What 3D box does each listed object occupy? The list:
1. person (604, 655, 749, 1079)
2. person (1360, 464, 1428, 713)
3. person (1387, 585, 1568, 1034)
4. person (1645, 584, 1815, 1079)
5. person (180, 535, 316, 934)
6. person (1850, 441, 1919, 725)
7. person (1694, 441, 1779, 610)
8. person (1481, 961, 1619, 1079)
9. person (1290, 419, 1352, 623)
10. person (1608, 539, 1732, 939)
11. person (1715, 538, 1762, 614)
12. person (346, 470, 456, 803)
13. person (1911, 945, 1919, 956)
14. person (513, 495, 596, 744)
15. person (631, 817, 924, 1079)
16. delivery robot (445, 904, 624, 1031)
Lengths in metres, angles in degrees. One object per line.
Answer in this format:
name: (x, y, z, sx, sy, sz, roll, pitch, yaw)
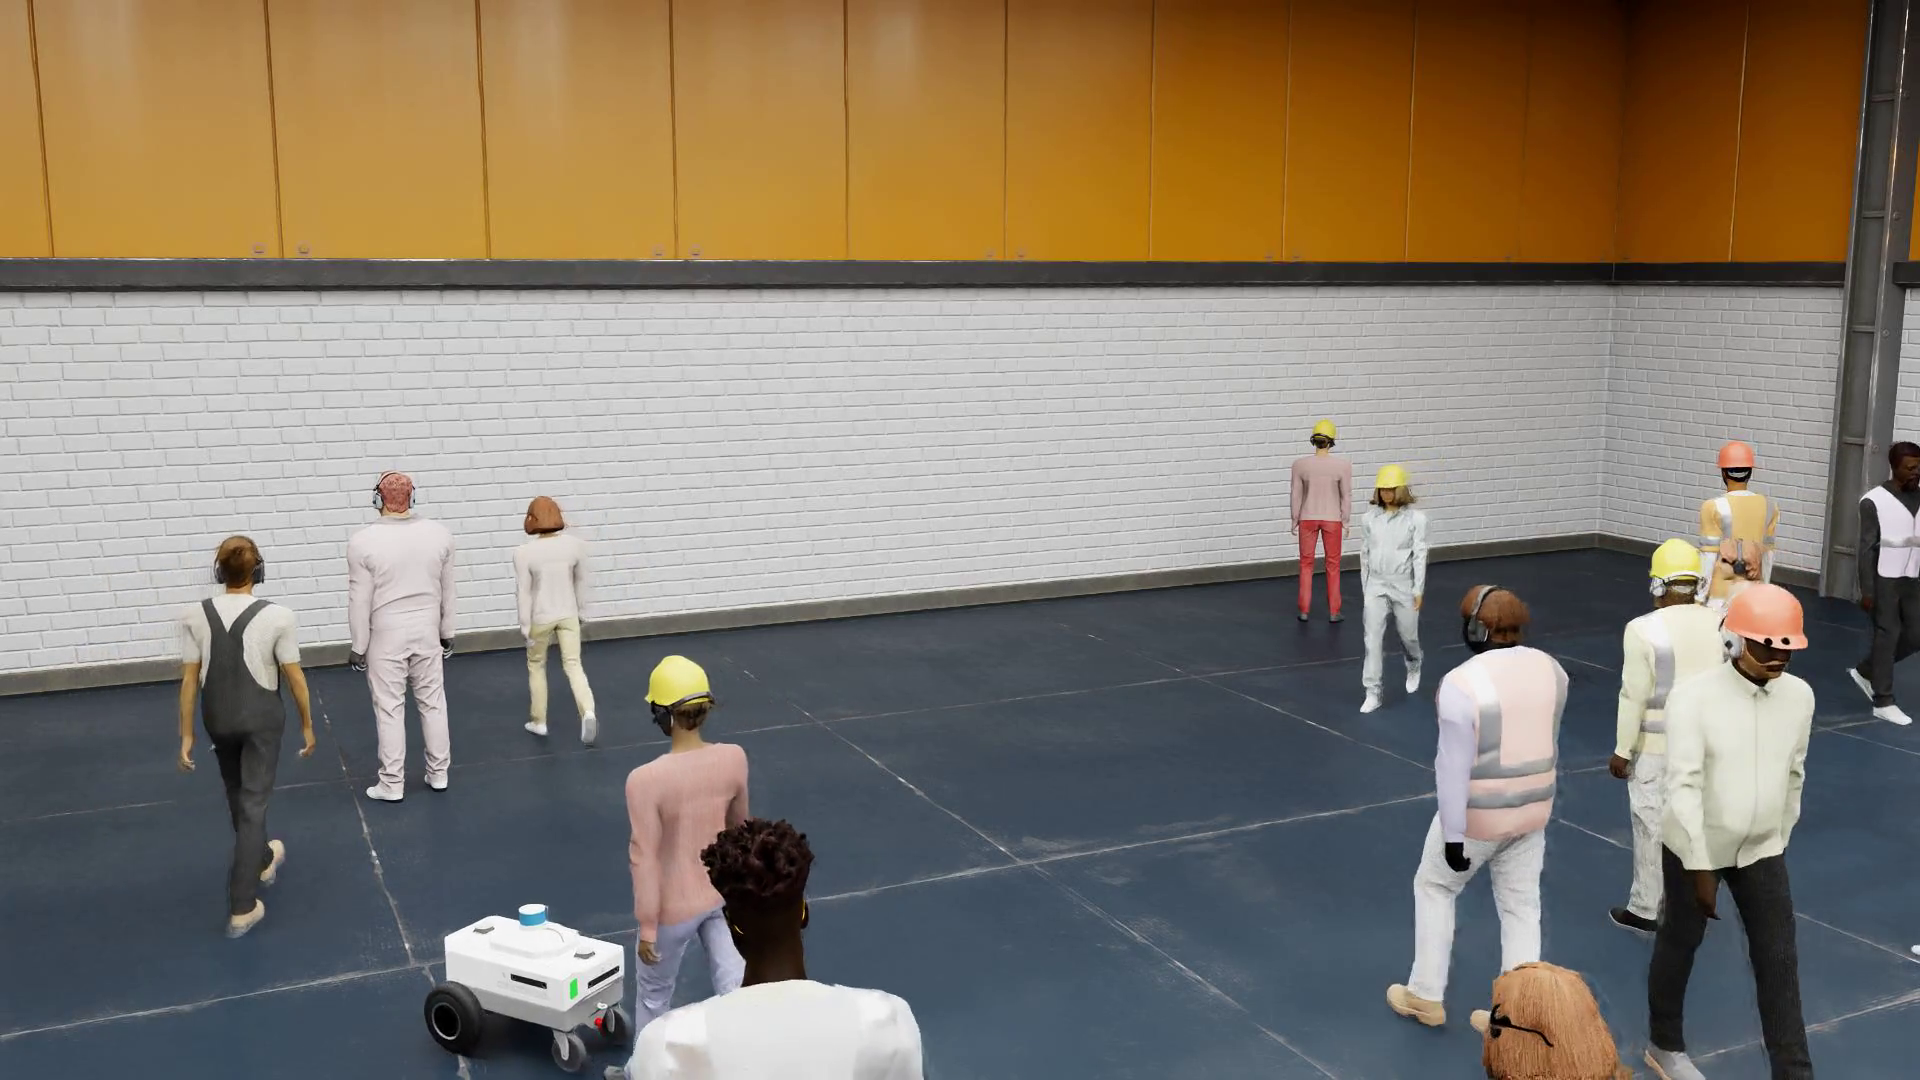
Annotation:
person: (-0.935, 1.250, 5.817, 0.541, 1.716, 0.928, -8, 12, -42)
person: (3.039, 0.309, 11.647, 0.486, 1.718, 0.748, 5, 10, 28)
person: (2.052, 1.069, 6.620, 0.640, 1.818, 0.719, -4, 10, -23)
person: (2.785, 1.123, 5.874, 0.618, 1.948, 0.948, -1, 9, -8)
person: (-3.339, 0.865, 7.901, 0.547, 1.807, 0.918, 0, 9, -1)
person: (6.314, 0.275, 11.263, 0.625, 1.905, 0.493, -3, 10, -19)
person: (5.049, 0.318, 10.924, 0.550, 1.933, 0.370, -2, 9, -12)
person: (1.249, 1.677, 3.475, 0.465, 1.616, 0.518, 6, 11, 32)
person: (3.120, -0.160, 14.407, 0.526, 1.769, 0.329, 3, 10, 19)
person: (3.237, 0.905, 7.604, 0.600, 1.827, 0.404, -2, 9, -15)
person: (4.104, 0.788, 8.946, 0.526, 1.617, 0.547, 4, 10, 25)
person: (-3.217, 0.550, 9.571, 0.651, 1.907, 0.409, -9, 13, -44)
person: (4.459, 1.135, 6.920, 0.530, 1.605, 0.837, -6, 11, -33)
person: (-2.605, 0.514, 10.722, 0.499, 1.606, 0.729, -6, 11, -32)
person: (-0.371, 1.511, 3.572, 0.646, 1.907, 0.993, -2, 9, -12)
delivery robot: (-1.664, 1.670, 6.511, 0.707, 0.478, 0.477, 5, 10, 28)
